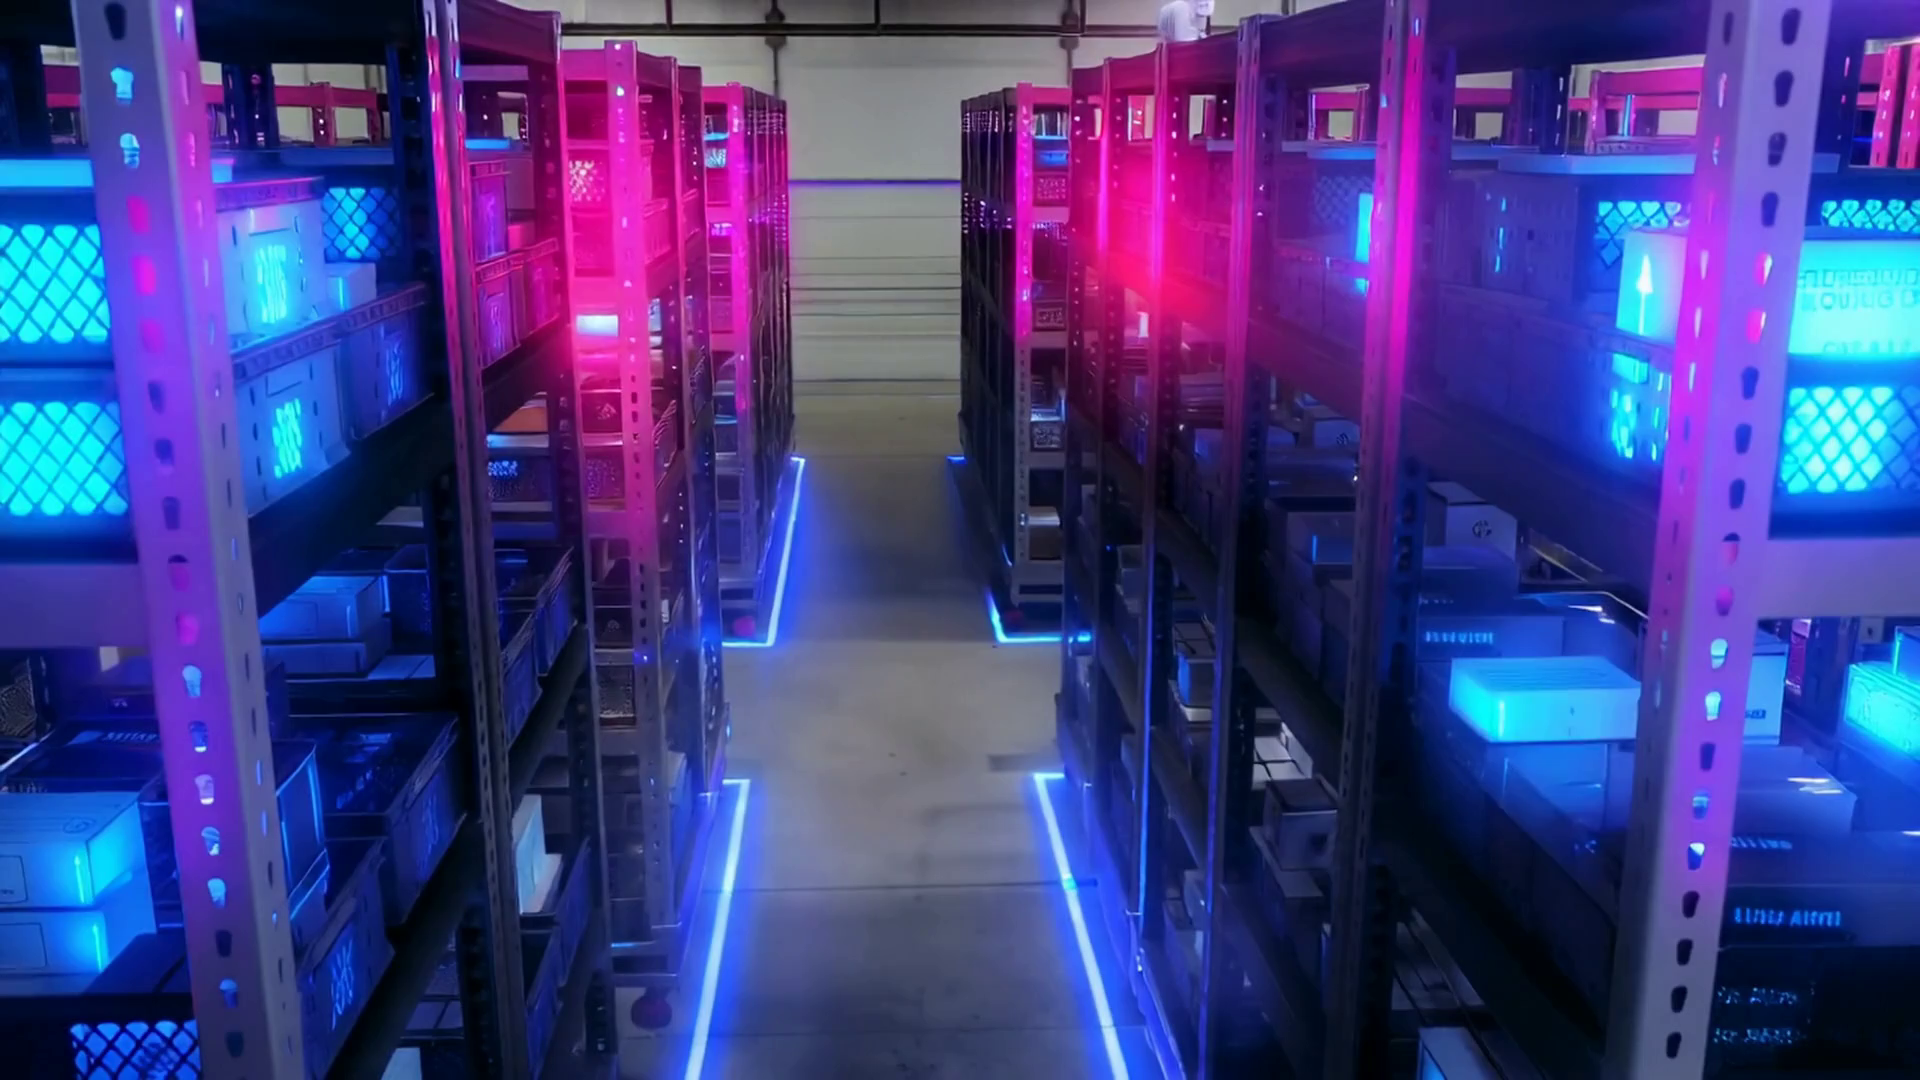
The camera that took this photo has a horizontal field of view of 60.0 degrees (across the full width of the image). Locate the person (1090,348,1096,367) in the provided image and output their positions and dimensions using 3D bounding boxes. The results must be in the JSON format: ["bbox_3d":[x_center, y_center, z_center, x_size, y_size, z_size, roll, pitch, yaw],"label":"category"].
[{"bbox_3d":[1.521,-2.253,19.104,0.753,1.817,0.610,-2,14,-8],"label":"person"}]
